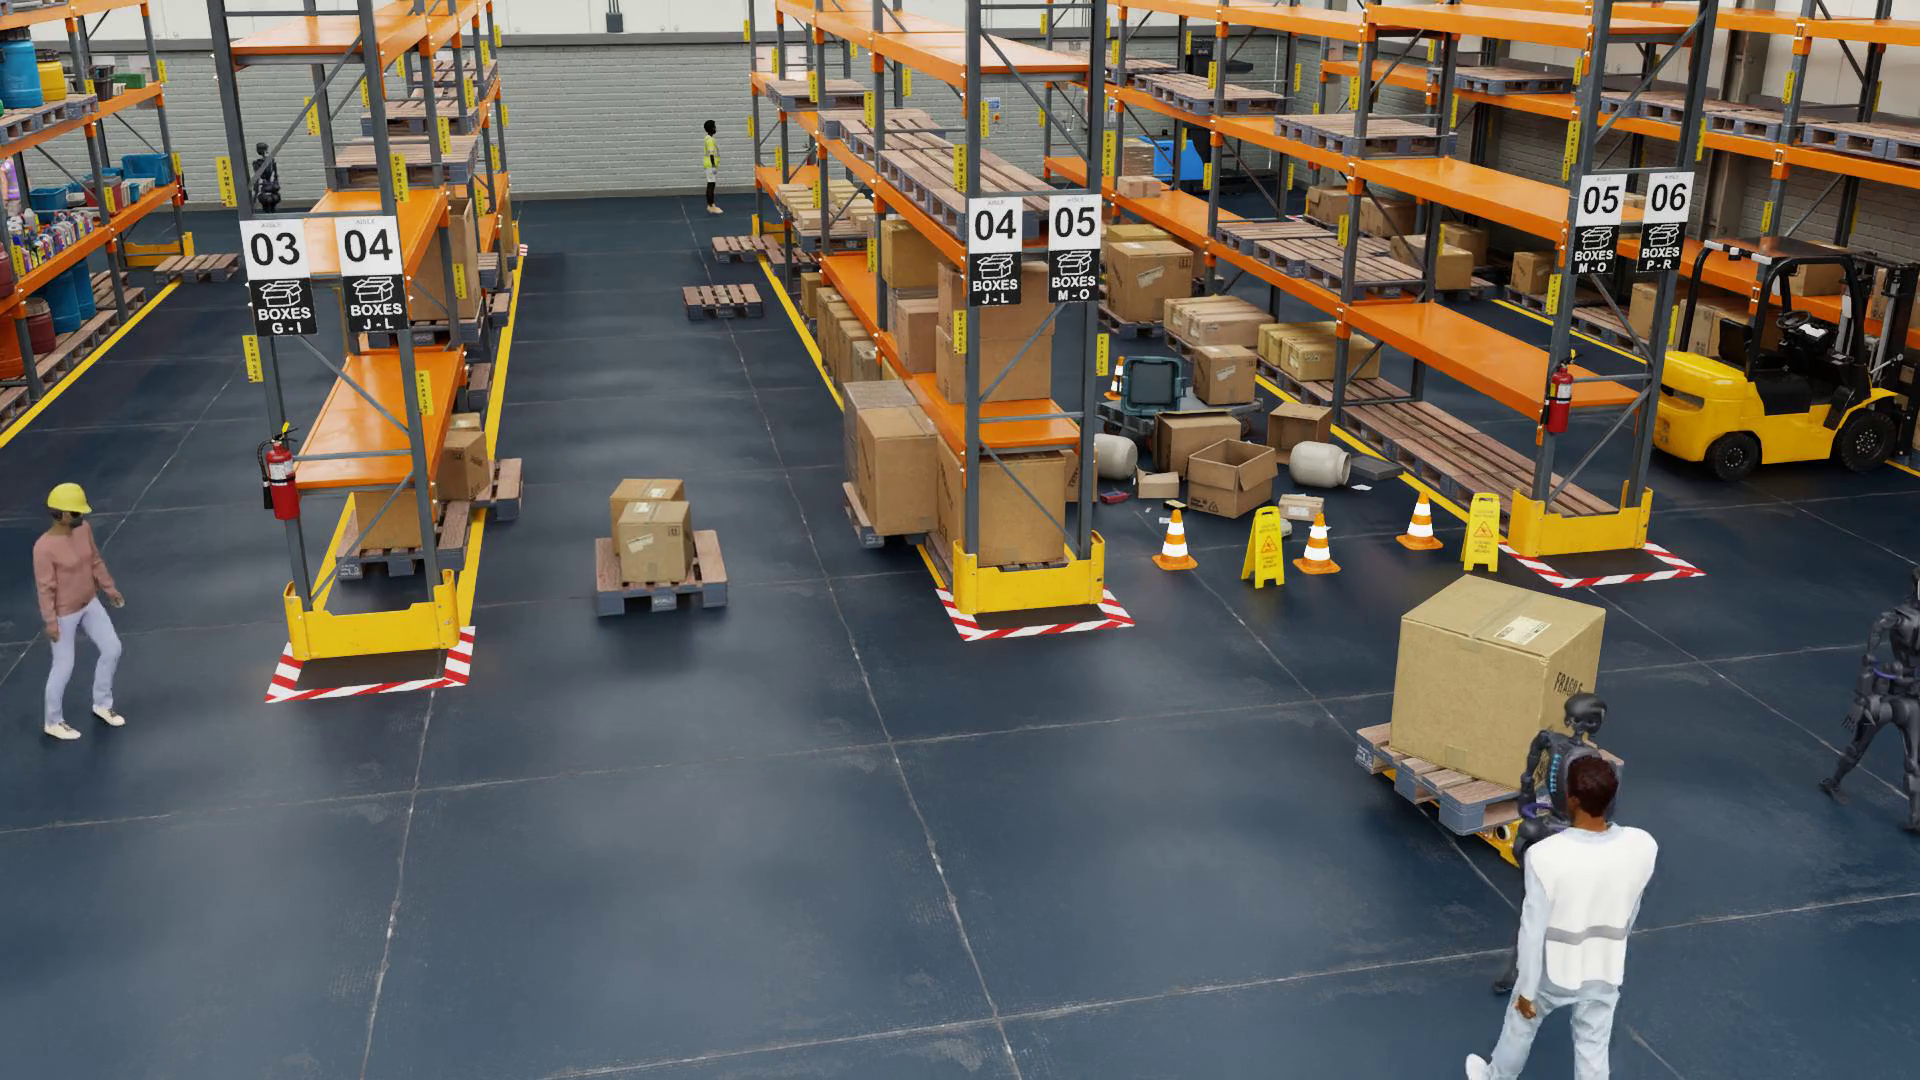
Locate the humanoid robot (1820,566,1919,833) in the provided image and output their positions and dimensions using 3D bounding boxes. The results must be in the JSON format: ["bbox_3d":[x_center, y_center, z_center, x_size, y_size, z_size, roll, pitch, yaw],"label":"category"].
[{"bbox_3d":[5.518,0.917,9.770,0.609,1.621,0.785,-3,21,-9],"label":"humanoid robot"}]

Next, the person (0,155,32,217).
[{"bbox_3d":[-15.369,-5.564,27.150,0.348,1.688,0.491,11,23,28],"label":"person"}]

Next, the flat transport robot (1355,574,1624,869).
[{"bbox_3d":[3.179,1.533,10.075,0.659,0.231,1.431,-9,22,-23],"label":"flat transport robot"}]

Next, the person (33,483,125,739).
[{"bbox_3d":[-5.812,0.447,10.913,0.512,1.721,0.558,4,21,11],"label":"person"}]

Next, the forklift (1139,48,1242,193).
[{"bbox_3d":[4.566,-8.313,32.860,1.873,2.768,1.129,-4,21,-12],"label":"forklift"}]

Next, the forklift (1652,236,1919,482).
[{"bbox_3d":[8.013,-1.814,16.330,2.313,2.155,1.214,-4,21,-12],"label":"forklift"}]

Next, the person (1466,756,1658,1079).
[{"bbox_3d":[2.585,1.760,7.147,0.594,1.883,0.904,-3,21,-7],"label":"person"}]

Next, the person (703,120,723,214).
[{"bbox_3d":[-4.582,-6.896,30.719,0.319,1.696,0.531,-5,21,-14],"label":"person"}]

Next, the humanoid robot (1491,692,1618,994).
[{"bbox_3d":[2.961,1.503,8.195,0.618,1.640,0.590,-12,24,-30],"label":"humanoid robot"}]

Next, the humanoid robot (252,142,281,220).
[{"bbox_3d":[-11.597,-5.813,27.831,0.351,1.653,0.596,7,21,18],"label":"humanoid robot"}]
